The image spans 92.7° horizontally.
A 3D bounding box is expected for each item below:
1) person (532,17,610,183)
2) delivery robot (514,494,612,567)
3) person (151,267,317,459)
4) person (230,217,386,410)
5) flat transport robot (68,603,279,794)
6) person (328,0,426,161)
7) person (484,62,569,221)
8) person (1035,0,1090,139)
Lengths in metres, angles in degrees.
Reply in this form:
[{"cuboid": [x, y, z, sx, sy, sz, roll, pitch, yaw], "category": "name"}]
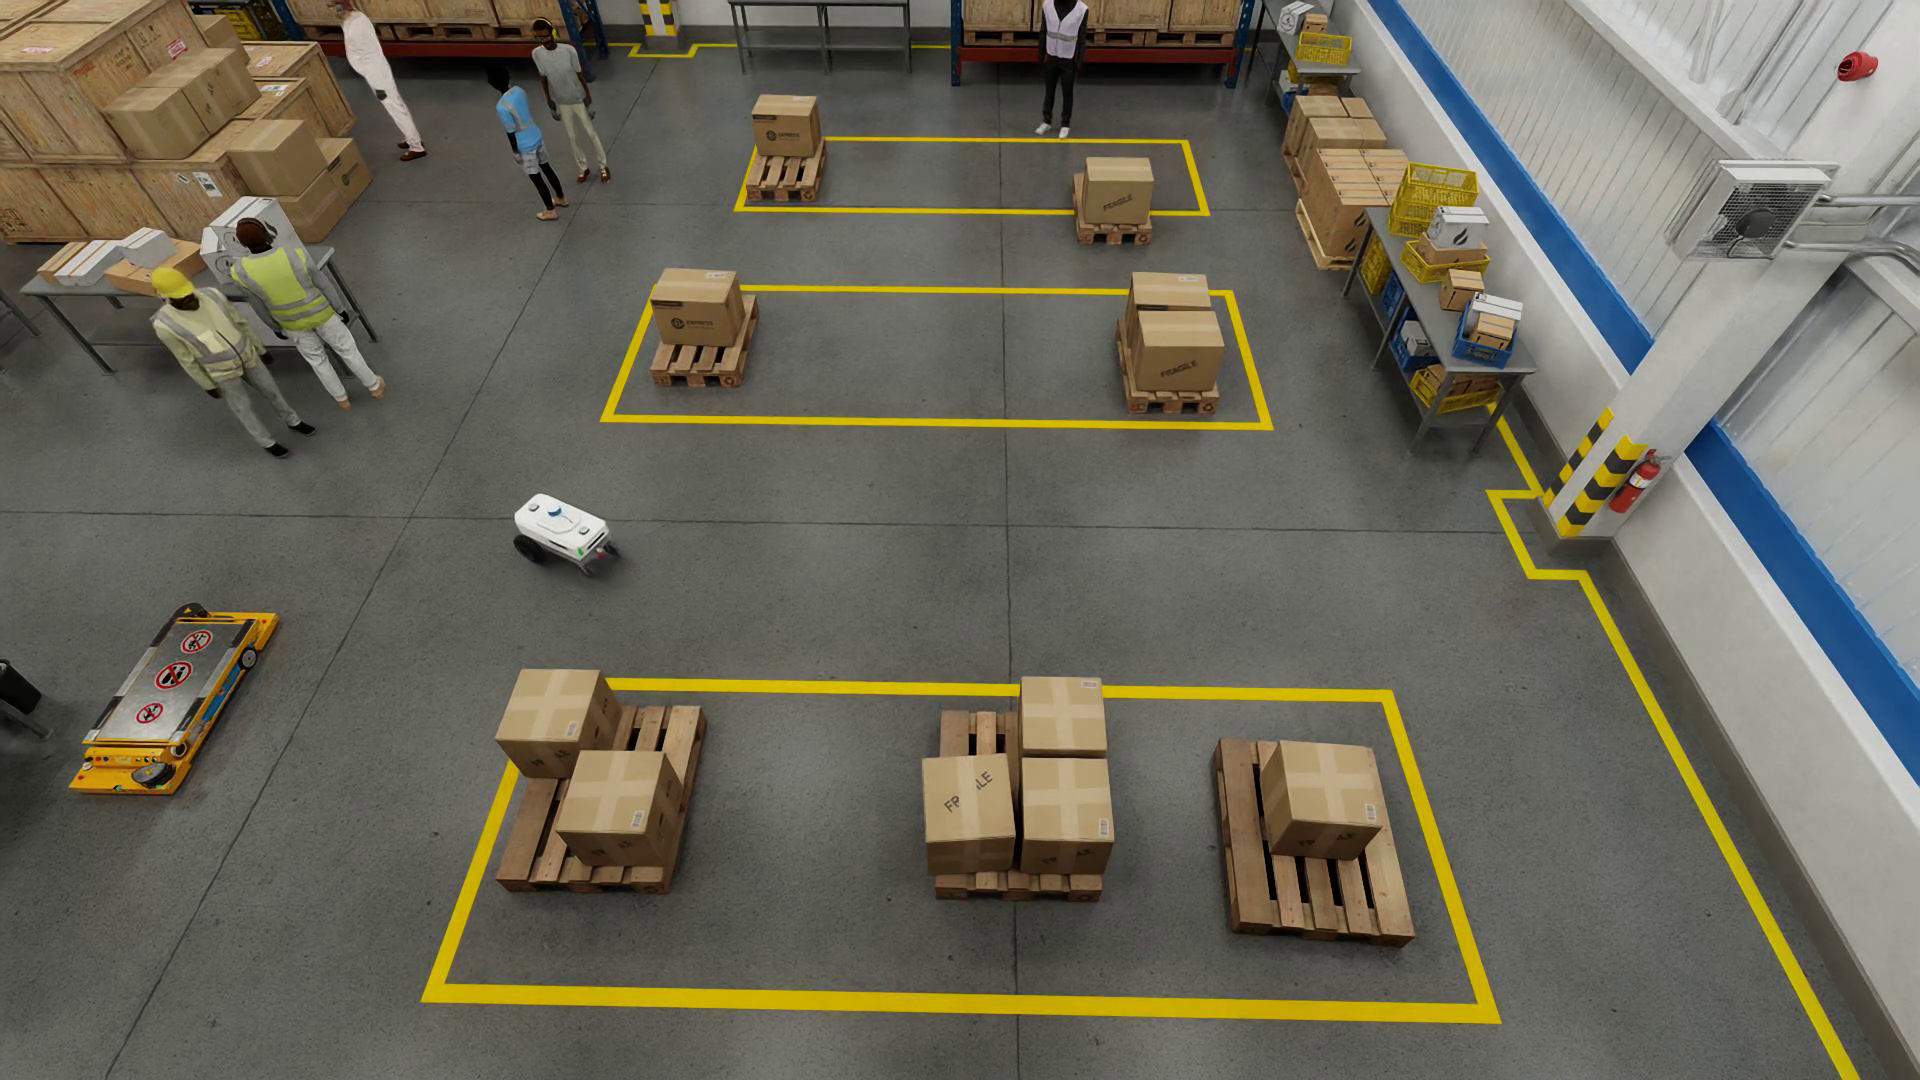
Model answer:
[{"cuboid": [-4.499, -5.047, 10.595, 0.516, 1.854, 0.345, -5, 50, -4], "category": "person"}, {"cuboid": [-3.112, -0.096, 7.186, 0.707, 0.478, 0.477, 22, 53, 17], "category": "delivery robot"}, {"cuboid": [-6.027, -1.465, 7.581, 0.405, 1.823, 0.606, 18, 52, 14], "category": "person"}, {"cuboid": [-5.680, -1.944, 7.973, 0.622, 1.845, 0.429, -24, 54, -19], "category": "person"}, {"cuboid": [-5.504, 1.072, 6.442, 0.652, 0.197, 1.431, 1, 50, 1], "category": "flat transport robot"}, {"cuboid": [-7.003, -5.553, 10.986, 0.400, 1.905, 0.644, -18, 52, -14], "category": "person"}, {"cuboid": [-4.803, -4.393, 10.146, 0.323, 1.691, 0.536, 5, 50, 4], "category": "person"}, {"cuboid": [1.255, -5.990, 11.347, 0.596, 1.916, 0.372, 19, 52, 15], "category": "person"}]
